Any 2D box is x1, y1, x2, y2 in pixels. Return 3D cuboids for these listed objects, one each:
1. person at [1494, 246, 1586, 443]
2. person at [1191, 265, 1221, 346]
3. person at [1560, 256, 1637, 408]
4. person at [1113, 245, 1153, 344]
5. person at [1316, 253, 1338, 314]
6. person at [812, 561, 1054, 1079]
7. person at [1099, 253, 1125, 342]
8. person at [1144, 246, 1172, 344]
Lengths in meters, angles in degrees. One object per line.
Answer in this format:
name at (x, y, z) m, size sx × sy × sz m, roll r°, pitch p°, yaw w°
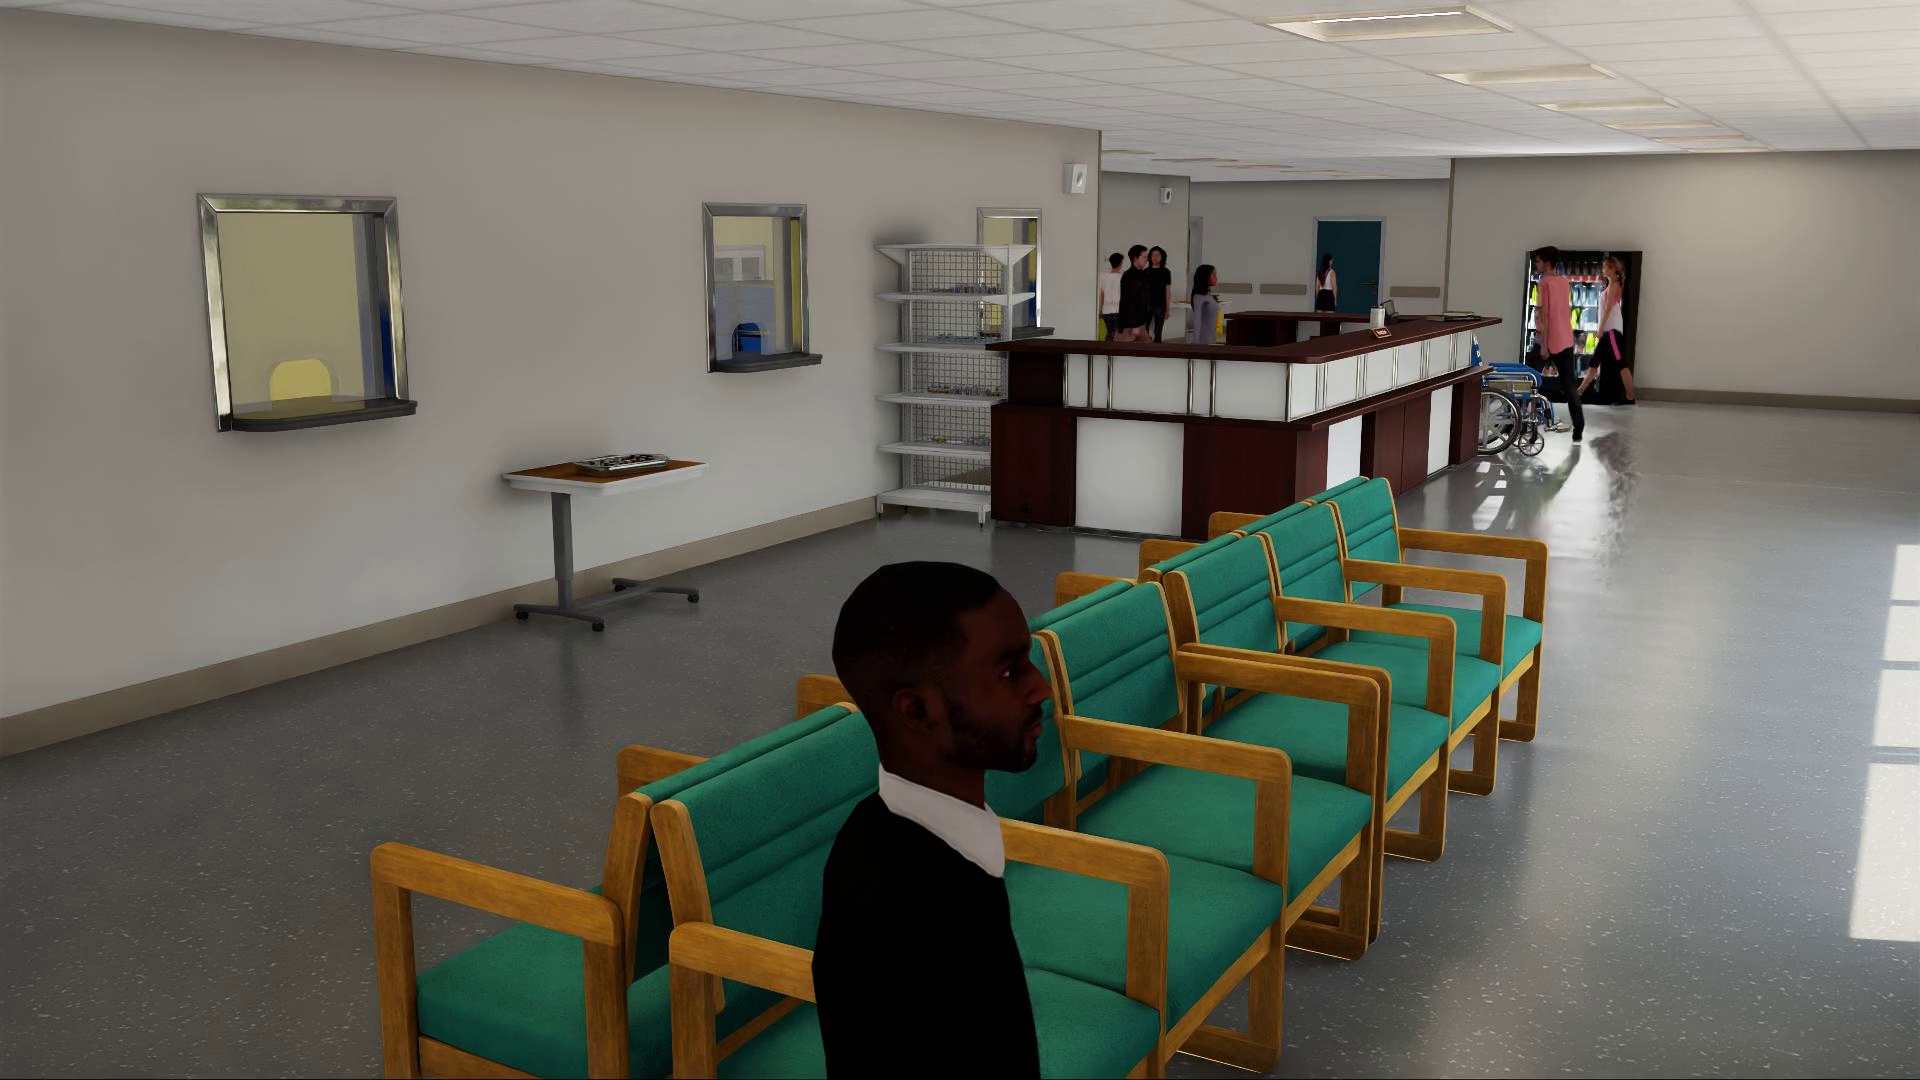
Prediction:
person at (5.910, -1.892, 16.366) m, size 1.067 × 1.910 × 1.236 m, roll -6°, pitch 12°, yaw -30°
person at (2.520, -2.063, 17.762) m, size 0.618 × 1.727 × 0.666 m, roll 5°, pitch 12°, yaw 23°
person at (7.761, -2.413, 19.541) m, size 1.120 × 1.751 × 0.733 m, roll 4°, pitch 12°, yaw 22°
person at (1.929, -2.467, 19.513) m, size 1.263 × 1.866 × 0.823 m, roll 4°, pitch 12°, yaw 22°
person at (6.470, -4.240, 29.439) m, size 0.670 × 1.648 × 0.537 m, roll -10°, pitch 15°, yaw -42°
person at (-0.066, 0.907, 1.888) m, size 0.732 × 1.808 × 0.715 m, roll -1°, pitch 11°, yaw -3°
person at (2.274, -3.442, 24.976) m, size 0.575 × 1.714 × 0.716 m, roll 7°, pitch 13°, yaw 32°
person at (2.989, -3.557, 25.335) m, size 0.604 × 1.825 × 0.749 m, roll 4°, pitch 11°, yaw 18°
